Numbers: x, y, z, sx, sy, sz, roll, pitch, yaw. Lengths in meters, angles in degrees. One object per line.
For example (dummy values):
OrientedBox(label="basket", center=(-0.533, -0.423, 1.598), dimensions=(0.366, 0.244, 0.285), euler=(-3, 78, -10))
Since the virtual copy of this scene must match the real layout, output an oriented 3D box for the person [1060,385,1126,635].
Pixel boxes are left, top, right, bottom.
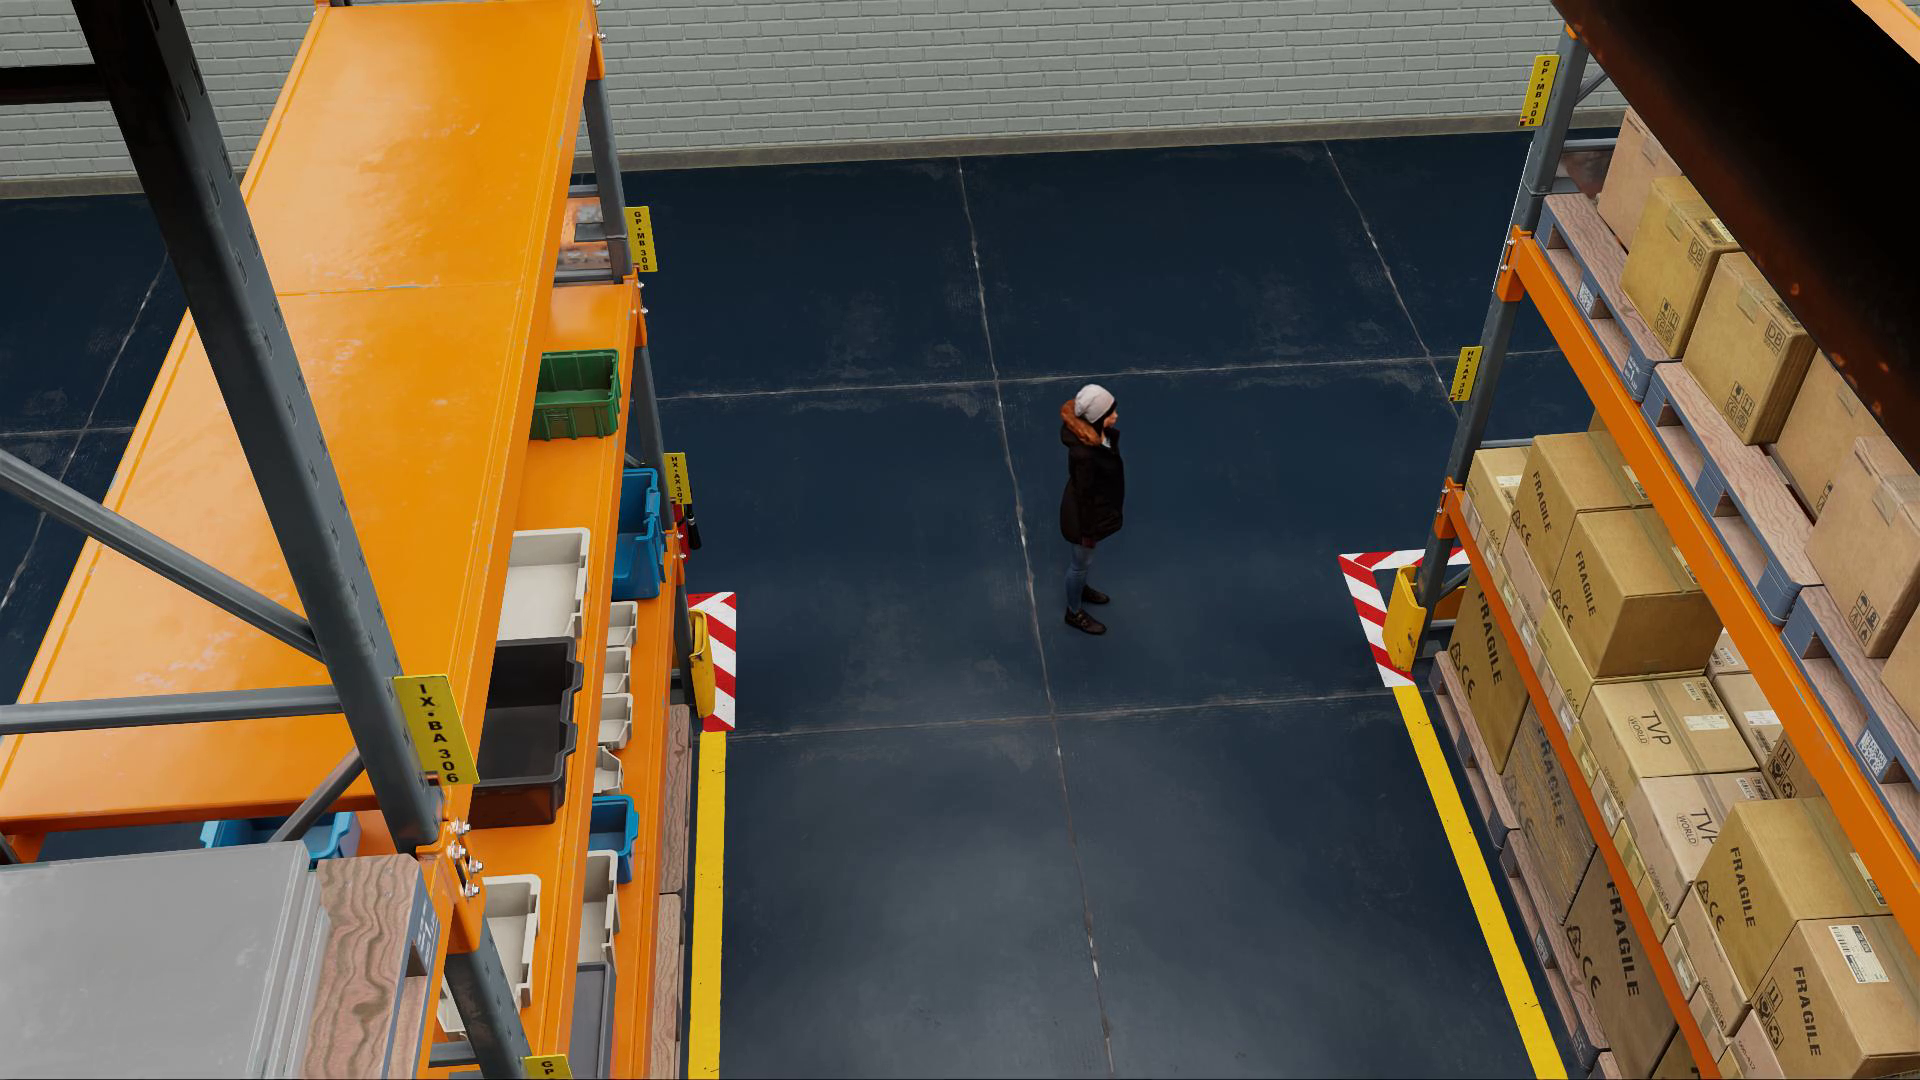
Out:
OrientedBox(label="person", center=(0.707, -0.187, 9.106), dimensions=(0.765, 1.634, 0.650), euler=(9, 44, 9))
